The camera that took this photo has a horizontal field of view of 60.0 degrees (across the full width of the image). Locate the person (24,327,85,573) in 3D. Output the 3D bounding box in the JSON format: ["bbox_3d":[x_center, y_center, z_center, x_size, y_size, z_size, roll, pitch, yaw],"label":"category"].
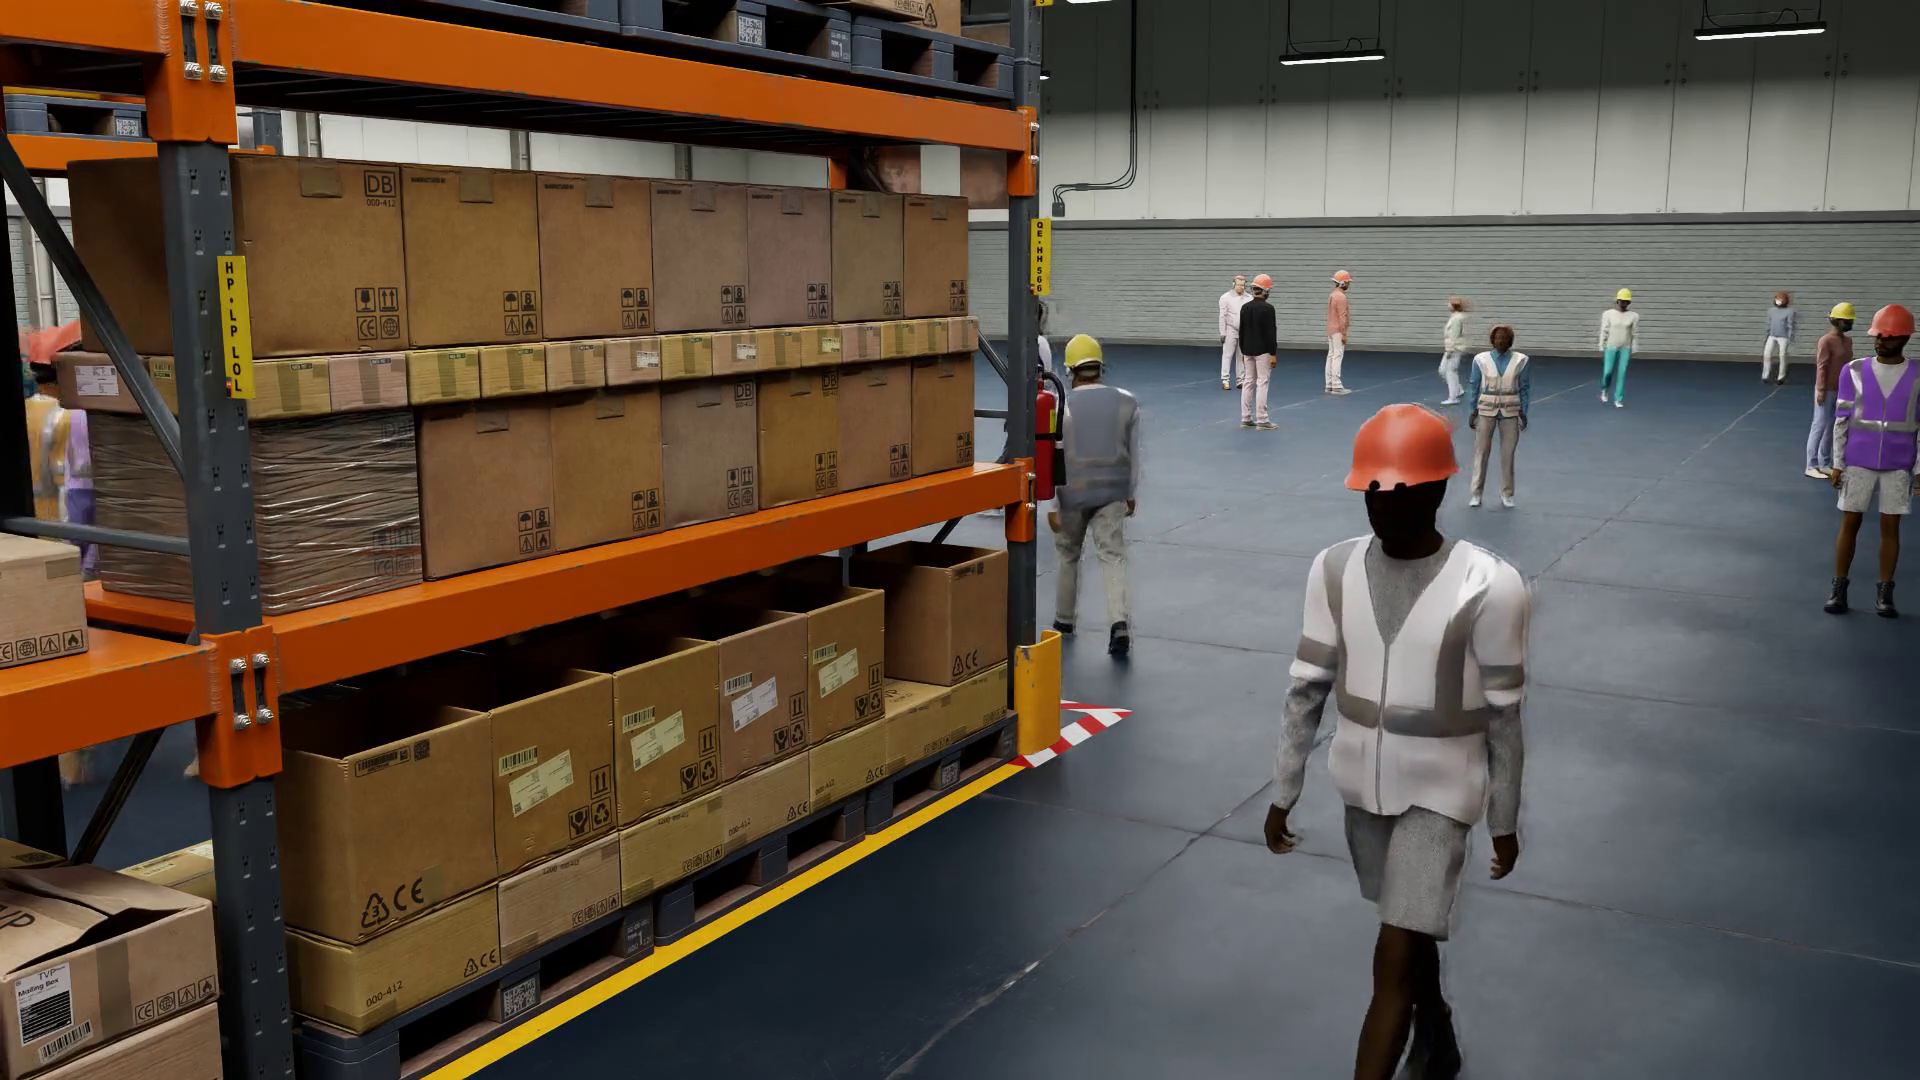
[{"bbox_3d":[-4.128,-0.031,7.736,0.557,1.893,0.890,4,11,23],"label":"person"}]

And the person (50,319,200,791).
[{"bbox_3d":[-3.528,0.058,7.020,0.913,1.982,0.668,-4,10,-22],"label":"person"}]

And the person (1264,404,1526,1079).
[{"bbox_3d":[1.057,0.604,4.077,0.567,1.878,1.028,9,13,41],"label":"person"}]

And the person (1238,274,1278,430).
[{"bbox_3d":[3.857,-2.415,21.415,0.390,1.991,0.623,-6,12,-33],"label":"person"}]

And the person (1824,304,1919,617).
[{"bbox_3d":[5.694,-0.484,10.290,0.546,1.934,0.376,5,11,28],"label":"person"}]

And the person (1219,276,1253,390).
[{"bbox_3d":[4.635,-3.454,27.778,0.639,1.902,0.406,-3,10,-19],"label":"person"}]

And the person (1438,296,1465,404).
[{"bbox_3d":[7.378,-2.835,24.950,0.363,1.625,0.518,1,10,8],"label":"person"}]

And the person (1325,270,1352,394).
[{"bbox_3d":[6.143,-3.365,26.968,0.381,1.996,0.608,-1,10,-6],"label":"person"}]

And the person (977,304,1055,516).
[{"bbox_3d":[0.612,-1.100,14.118,1.038,1.870,0.595,0,10,0],"label":"person"}]

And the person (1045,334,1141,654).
[{"bbox_3d":[0.754,-0.264,9.420,0.595,1.798,0.889,-1,10,-7],"label":"person"}]

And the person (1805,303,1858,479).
[{"bbox_3d":[8.784,-1.495,16.701,0.533,1.765,0.330,-7,12,-34],"label":"person"}]

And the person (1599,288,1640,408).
[{"bbox_3d":[9.718,-2.831,24.533,0.551,1.751,0.427,2,10,11],"label":"person"}]

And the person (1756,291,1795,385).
[{"bbox_3d":[14.020,-3.456,28.596,0.669,1.608,0.523,-7,12,-36],"label":"person"}]

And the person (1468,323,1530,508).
[{"bbox_3d":[4.779,-1.105,14.779,0.521,1.638,0.310,2,10,14],"label":"person"}]
